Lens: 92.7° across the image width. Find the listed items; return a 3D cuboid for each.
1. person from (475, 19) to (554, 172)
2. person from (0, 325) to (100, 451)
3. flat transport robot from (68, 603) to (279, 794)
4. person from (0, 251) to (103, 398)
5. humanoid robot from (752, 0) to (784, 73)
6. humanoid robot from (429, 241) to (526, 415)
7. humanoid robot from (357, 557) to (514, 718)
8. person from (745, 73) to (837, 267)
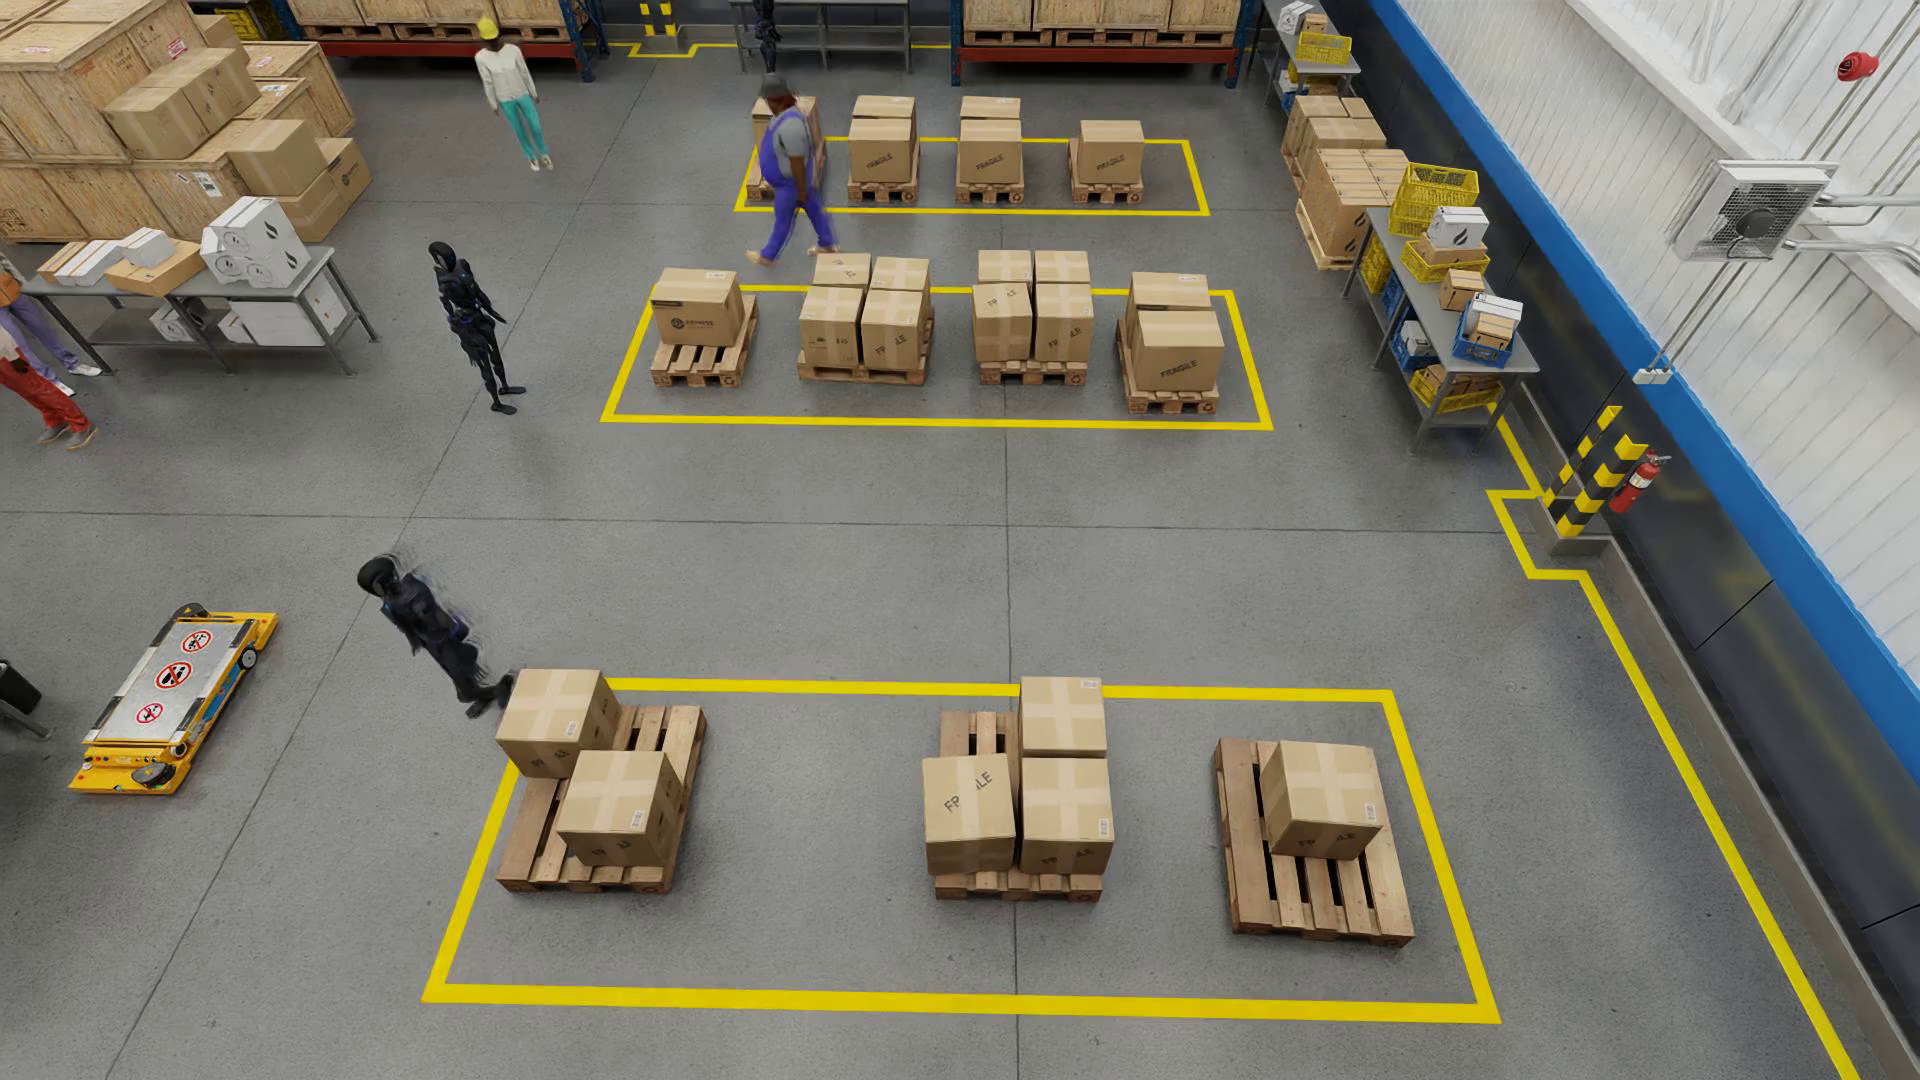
[{"bbox_3d":[-5.242,-5.172,10.767,0.554,1.749,0.526,-21,53,-17],"label":"person"},{"bbox_3d":[-8.034,-1.562,7.565,0.610,1.991,0.399,14,51,11],"label":"person"},{"bbox_3d":[-5.504,1.072,6.442,0.652,0.197,1.431,1,50,1],"label":"flat transport robot"},{"bbox_3d":[-8.492,-2.149,8.102,0.379,1.923,0.587,11,51,9],"label":"person"},{"bbox_3d":[-2.501,-6.579,12.002,0.320,1.657,0.611,1,50,1],"label":"humanoid robot"},{"bbox_3d":[-4.221,-1.861,8.012,0.320,1.654,0.611,1,50,1],"label":"humanoid robot"},{"bbox_3d":[-3.338,0.667,5.877,0.626,1.642,0.337,23,54,19],"label":"humanoid robot"},{"bbox_3d":[-1.835,-3.785,9.410,1.012,2.000,0.703,-6,50,-5],"label":"person"}]
